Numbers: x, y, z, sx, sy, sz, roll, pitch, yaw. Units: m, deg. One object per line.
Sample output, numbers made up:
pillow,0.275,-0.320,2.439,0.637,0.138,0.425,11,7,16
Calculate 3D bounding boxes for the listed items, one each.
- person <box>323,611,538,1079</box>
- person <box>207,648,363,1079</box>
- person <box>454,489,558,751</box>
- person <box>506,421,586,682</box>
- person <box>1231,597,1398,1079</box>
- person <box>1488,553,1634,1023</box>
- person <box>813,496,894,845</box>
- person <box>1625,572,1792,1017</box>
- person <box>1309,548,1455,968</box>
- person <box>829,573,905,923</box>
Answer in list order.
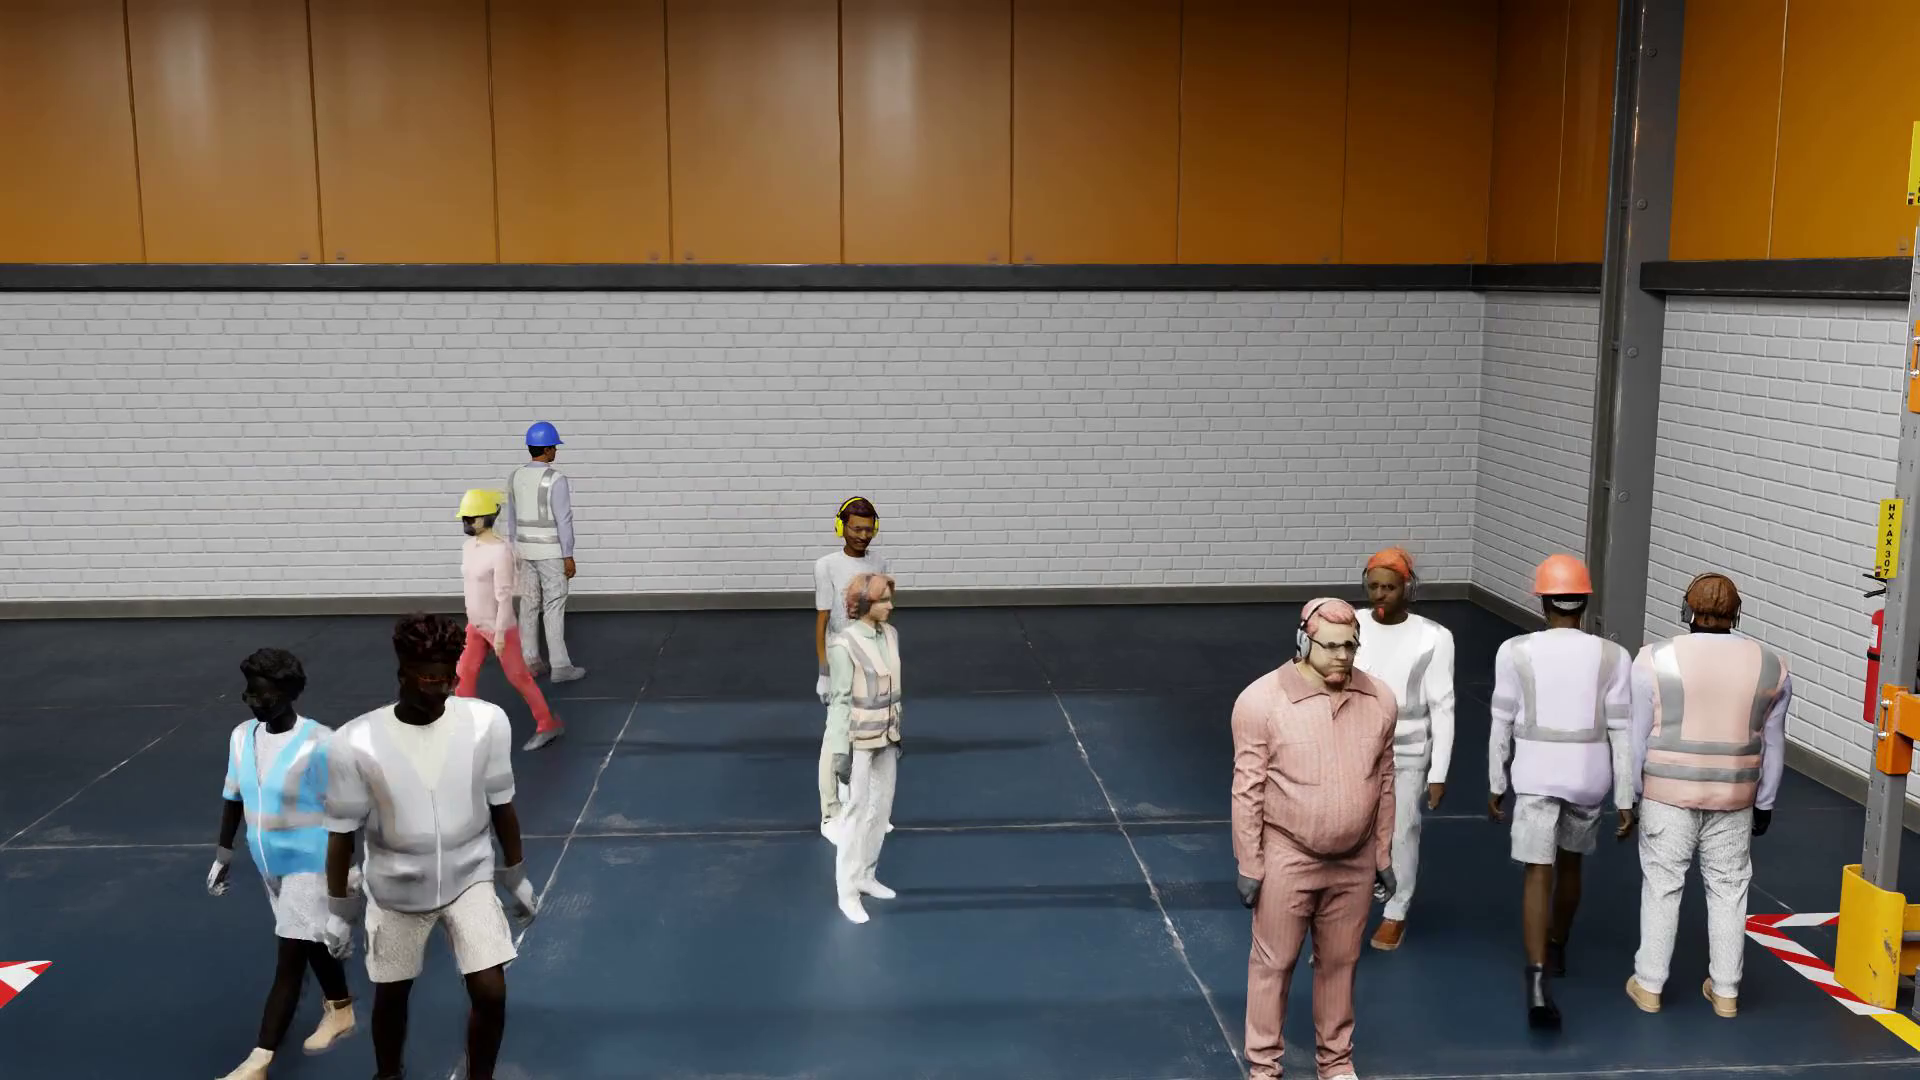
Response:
person,-1.801,1.176,5.672,0.719,1.921,0.701,-5,10,-27
person,-2.573,1.227,6.196,0.552,1.656,0.877,5,10,28
person,-2.919,0.529,10.395,0.536,1.722,0.898,8,12,40
person,-3.113,0.089,12.446,0.605,1.949,0.399,6,11,34
person,1.286,1.143,5.968,0.642,1.906,0.410,-2,9,-15
person,2.490,1.010,6.886,0.556,1.889,0.975,2,9,14
person,-0.562,0.694,8.936,0.329,1.859,0.518,9,13,44
person,3.028,1.043,6.831,0.632,1.837,0.430,1,9,8
person,1.813,0.971,7.219,0.611,1.843,0.924,5,10,29
person,-0.459,0.976,7.937,0.315,1.634,0.561,5,10,29
